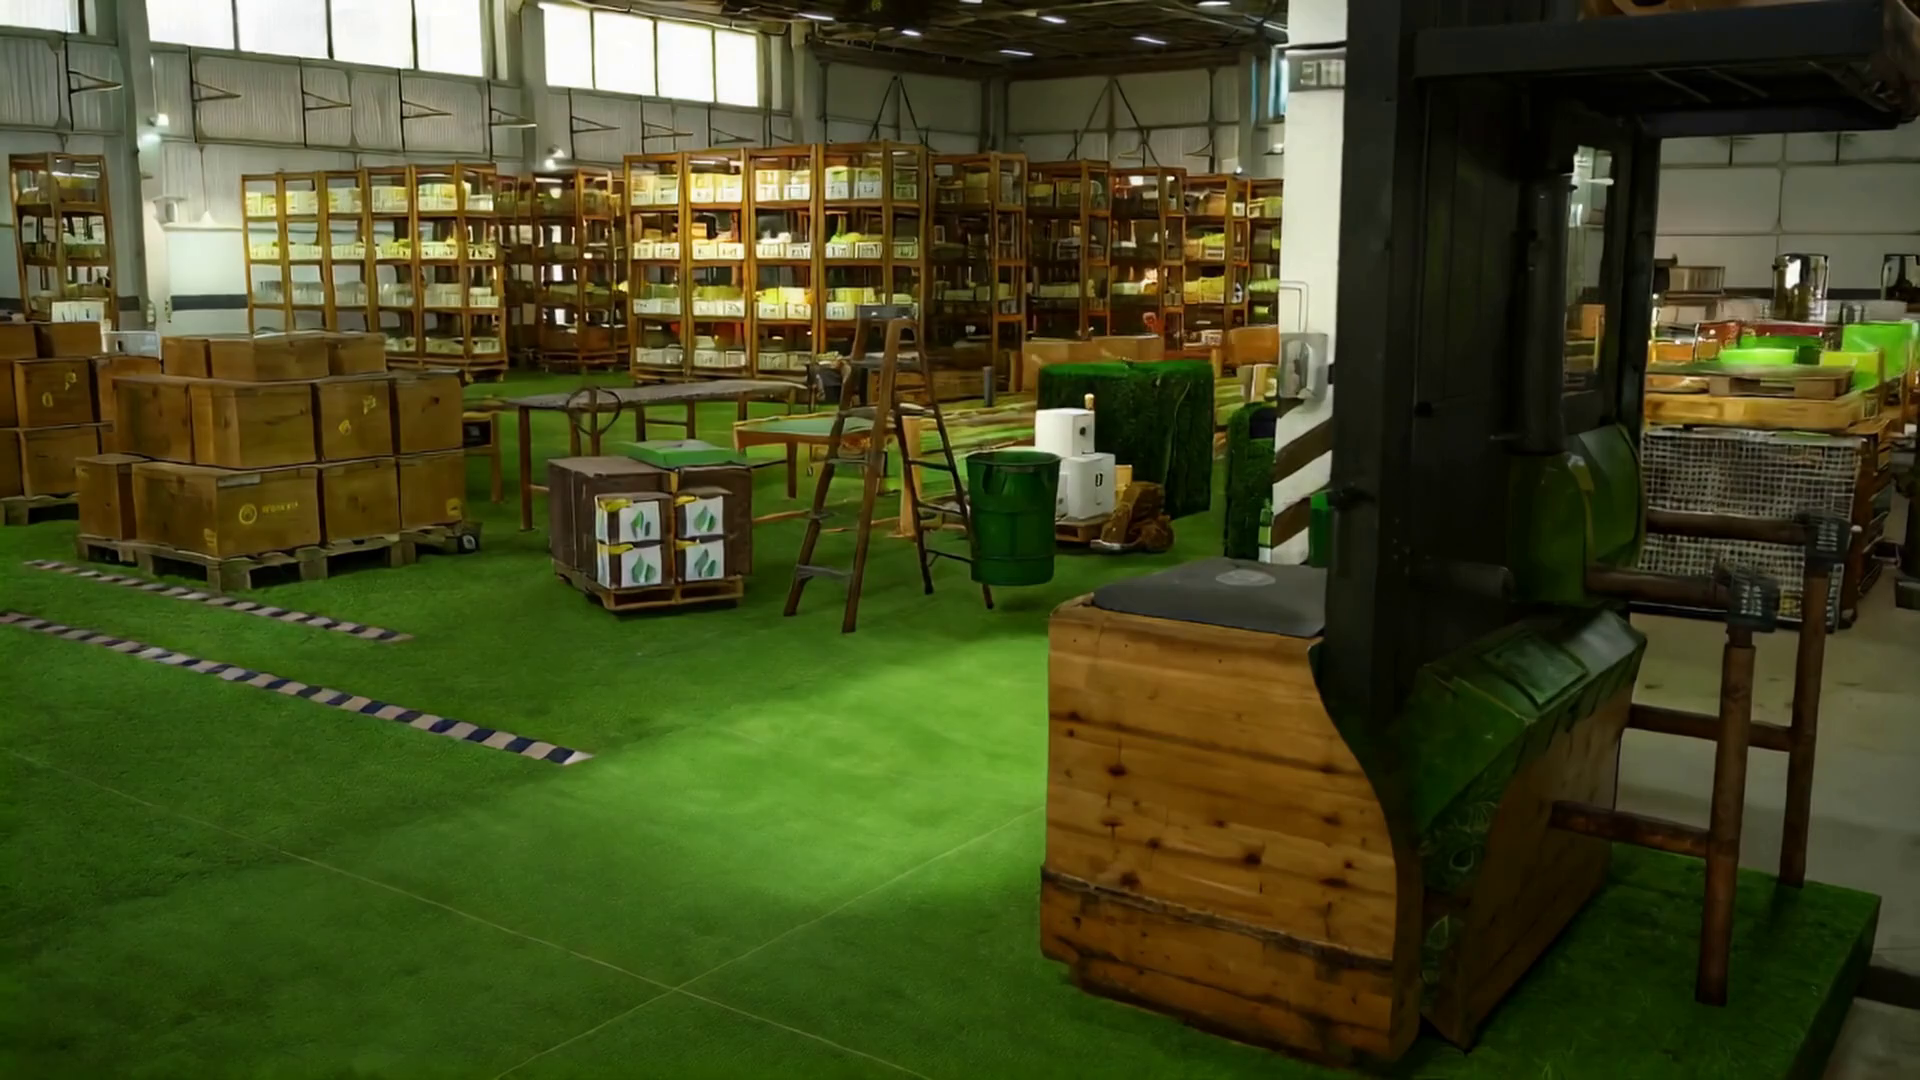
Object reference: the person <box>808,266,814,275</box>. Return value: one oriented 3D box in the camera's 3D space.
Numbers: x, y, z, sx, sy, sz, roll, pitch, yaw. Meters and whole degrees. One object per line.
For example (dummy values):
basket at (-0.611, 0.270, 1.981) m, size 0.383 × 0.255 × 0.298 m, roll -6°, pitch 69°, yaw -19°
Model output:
person at (-3.267, -5.324, 38.004) m, size 0.631 × 1.966 × 0.534 m, roll 6°, pitch 11°, yaw 32°

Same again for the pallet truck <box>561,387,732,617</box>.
pallet truck at (-1.981, -0.274, 10.088) m, size 0.680 × 1.201 × 1.601 m, roll -5°, pitch 11°, yaw -28°

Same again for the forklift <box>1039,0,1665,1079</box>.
forklift at (1.249, -0.137, 4.360) m, size 1.873 × 2.768 × 1.129 m, roll 7°, pitch 12°, yaw 35°

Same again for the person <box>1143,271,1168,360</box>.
person at (3.782, -4.305, 32.329) m, size 0.403 × 1.823 × 0.588 m, roll -9°, pitch 13°, yaw -43°

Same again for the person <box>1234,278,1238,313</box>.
person at (7.390, -6.491, 45.273) m, size 0.570 × 1.843 × 0.372 m, roll -7°, pitch 12°, yaw -36°

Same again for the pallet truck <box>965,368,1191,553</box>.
pallet truck at (0.845, -0.609, 11.869) m, size 1.630 × 1.274 × 0.653 m, roll 7°, pitch 12°, yaw 35°

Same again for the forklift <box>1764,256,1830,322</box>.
forklift at (20.253, -5.854, 40.139) m, size 1.157 × 1.987 × 2.680 m, roll 7°, pitch 12°, yaw 35°

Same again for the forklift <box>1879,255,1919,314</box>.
forklift at (22.089, -5.634, 38.796) m, size 1.157 × 1.987 × 2.680 m, roll 6°, pitch 11°, yaw 33°
